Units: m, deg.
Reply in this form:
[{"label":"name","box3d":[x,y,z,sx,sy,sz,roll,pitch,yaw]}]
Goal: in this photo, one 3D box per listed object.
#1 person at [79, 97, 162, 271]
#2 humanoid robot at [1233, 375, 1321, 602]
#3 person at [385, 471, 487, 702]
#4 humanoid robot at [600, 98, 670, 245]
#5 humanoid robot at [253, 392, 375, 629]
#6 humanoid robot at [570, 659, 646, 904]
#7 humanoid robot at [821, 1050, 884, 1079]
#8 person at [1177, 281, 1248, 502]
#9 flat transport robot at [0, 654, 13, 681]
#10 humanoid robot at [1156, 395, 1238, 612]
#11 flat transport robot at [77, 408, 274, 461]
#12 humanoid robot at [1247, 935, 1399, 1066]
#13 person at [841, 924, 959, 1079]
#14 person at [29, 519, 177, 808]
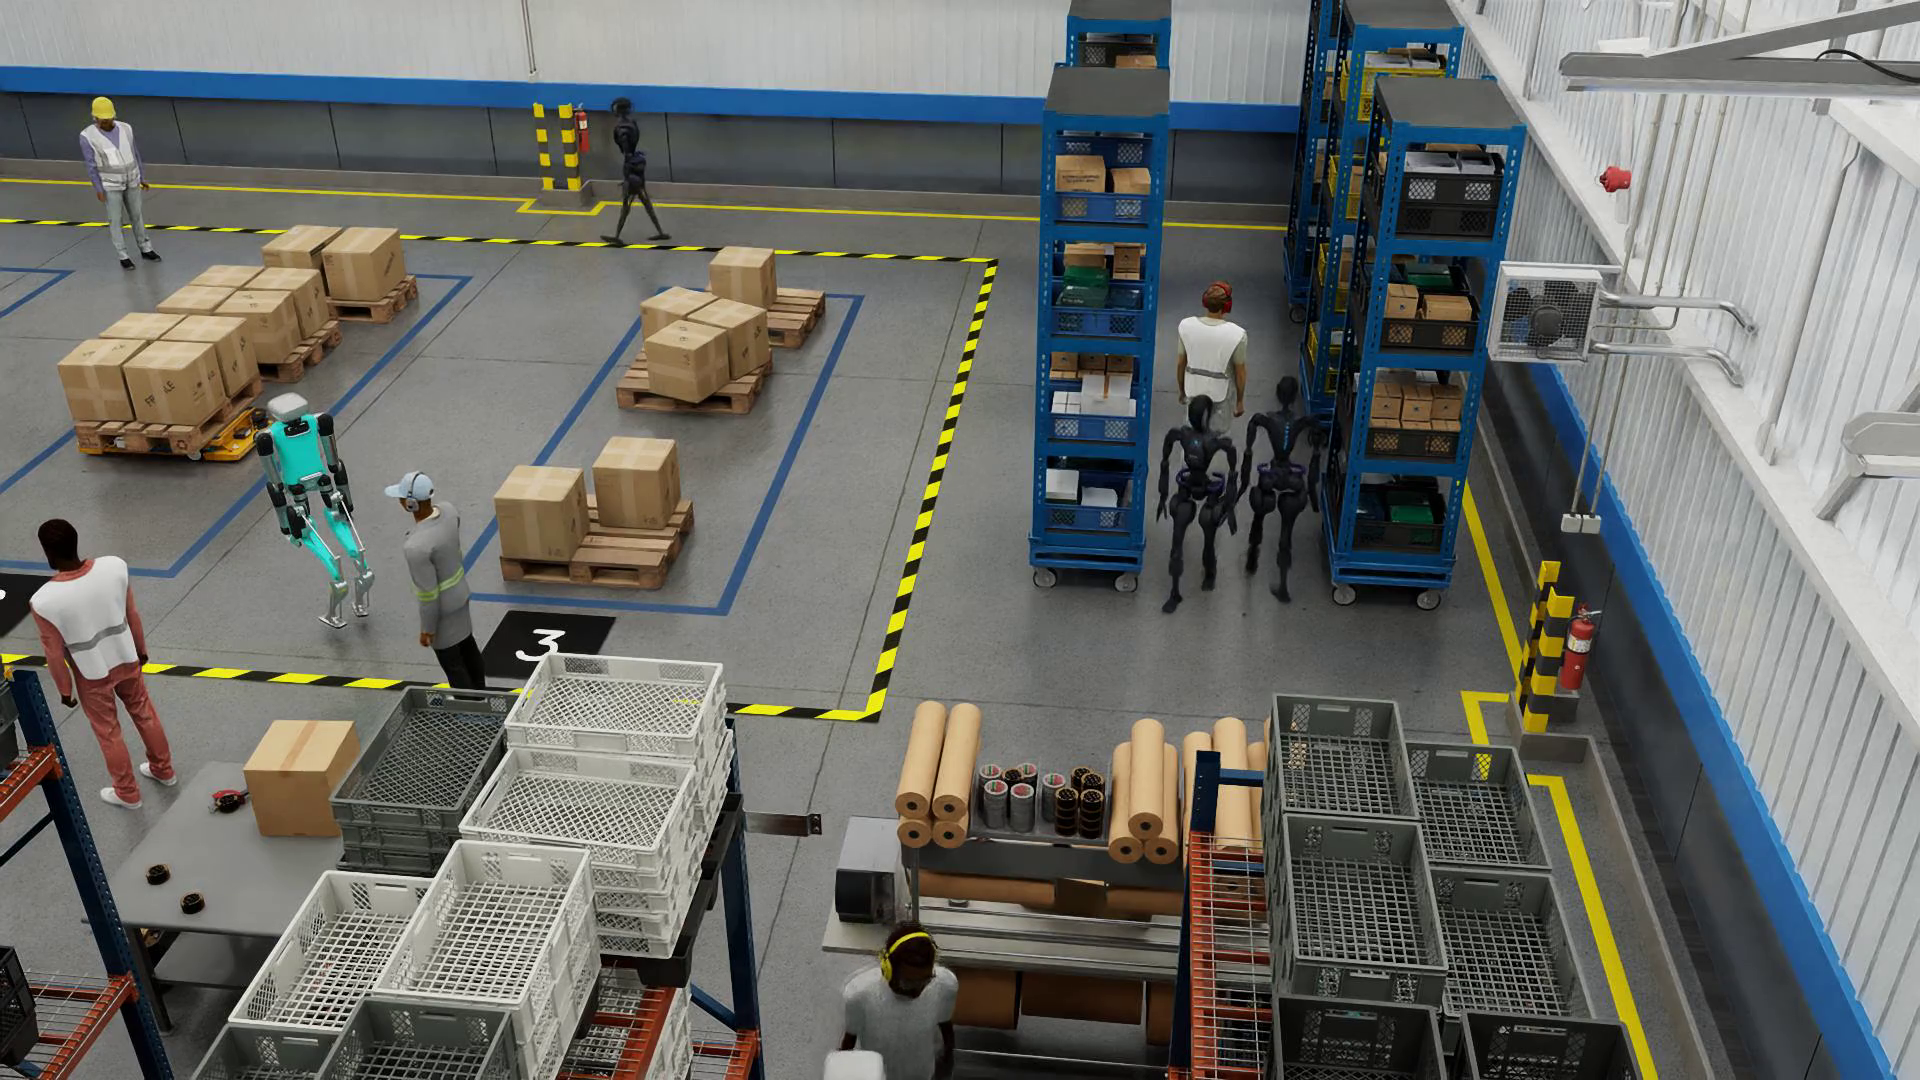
[{"label":"person","box3d":[-8.906,-3.792,17.641,0.404,1.824,0.586,20,36,31]},{"label":"humanoid robot","box3d":[2.282,-0.386,11.969,0.616,1.625,0.754,0,30,0]},{"label":"person","box3d":[-3.268,0.396,10.420,0.392,1.853,0.587,3,30,6]},{"label":"humanoid robot","box3d":[-3.633,-4.046,18.254,0.760,1.621,0.585,-2,30,-4]},{"label":"humanoid robot","box3d":[-4.310,-0.139,11.315,0.533,1.681,0.735,-25,38,-36]},{"label":"humanoid robot","box3d":[-1.950,1.283,9.087,0.602,1.638,0.620,-24,38,-35]},{"label":"humanoid robot","box3d":[-0.408,2.608,6.753,0.530,1.808,0.687,-4,30,-6]},{"label":"person","box3d":[1.957,-1.139,13.061,0.564,1.846,0.391,14,33,23]},{"label":"flat transport robot","box3d":[-7.142,0.969,11.010,1.431,0.231,0.659,3,30,6]},{"label":"humanoid robot","box3d":[1.704,-0.293,11.823,0.609,1.661,0.640,12,32,20]},{"label":"flat transport robot","box3d":[-6.728,-0.944,14.268,1.431,0.197,0.652,3,30,6]},{"label":"humanoid robot","box3d":[1.550,2.332,7.208,1.005,1.733,0.541,4,30,6]},{"label":"person","box3d":[-0.286,2.287,7.187,0.545,1.838,0.554,-7,31,-11]},{"label":"person","box3d":[-5.044,0.733,9.790,0.394,1.911,0.580,19,35,29]}]
